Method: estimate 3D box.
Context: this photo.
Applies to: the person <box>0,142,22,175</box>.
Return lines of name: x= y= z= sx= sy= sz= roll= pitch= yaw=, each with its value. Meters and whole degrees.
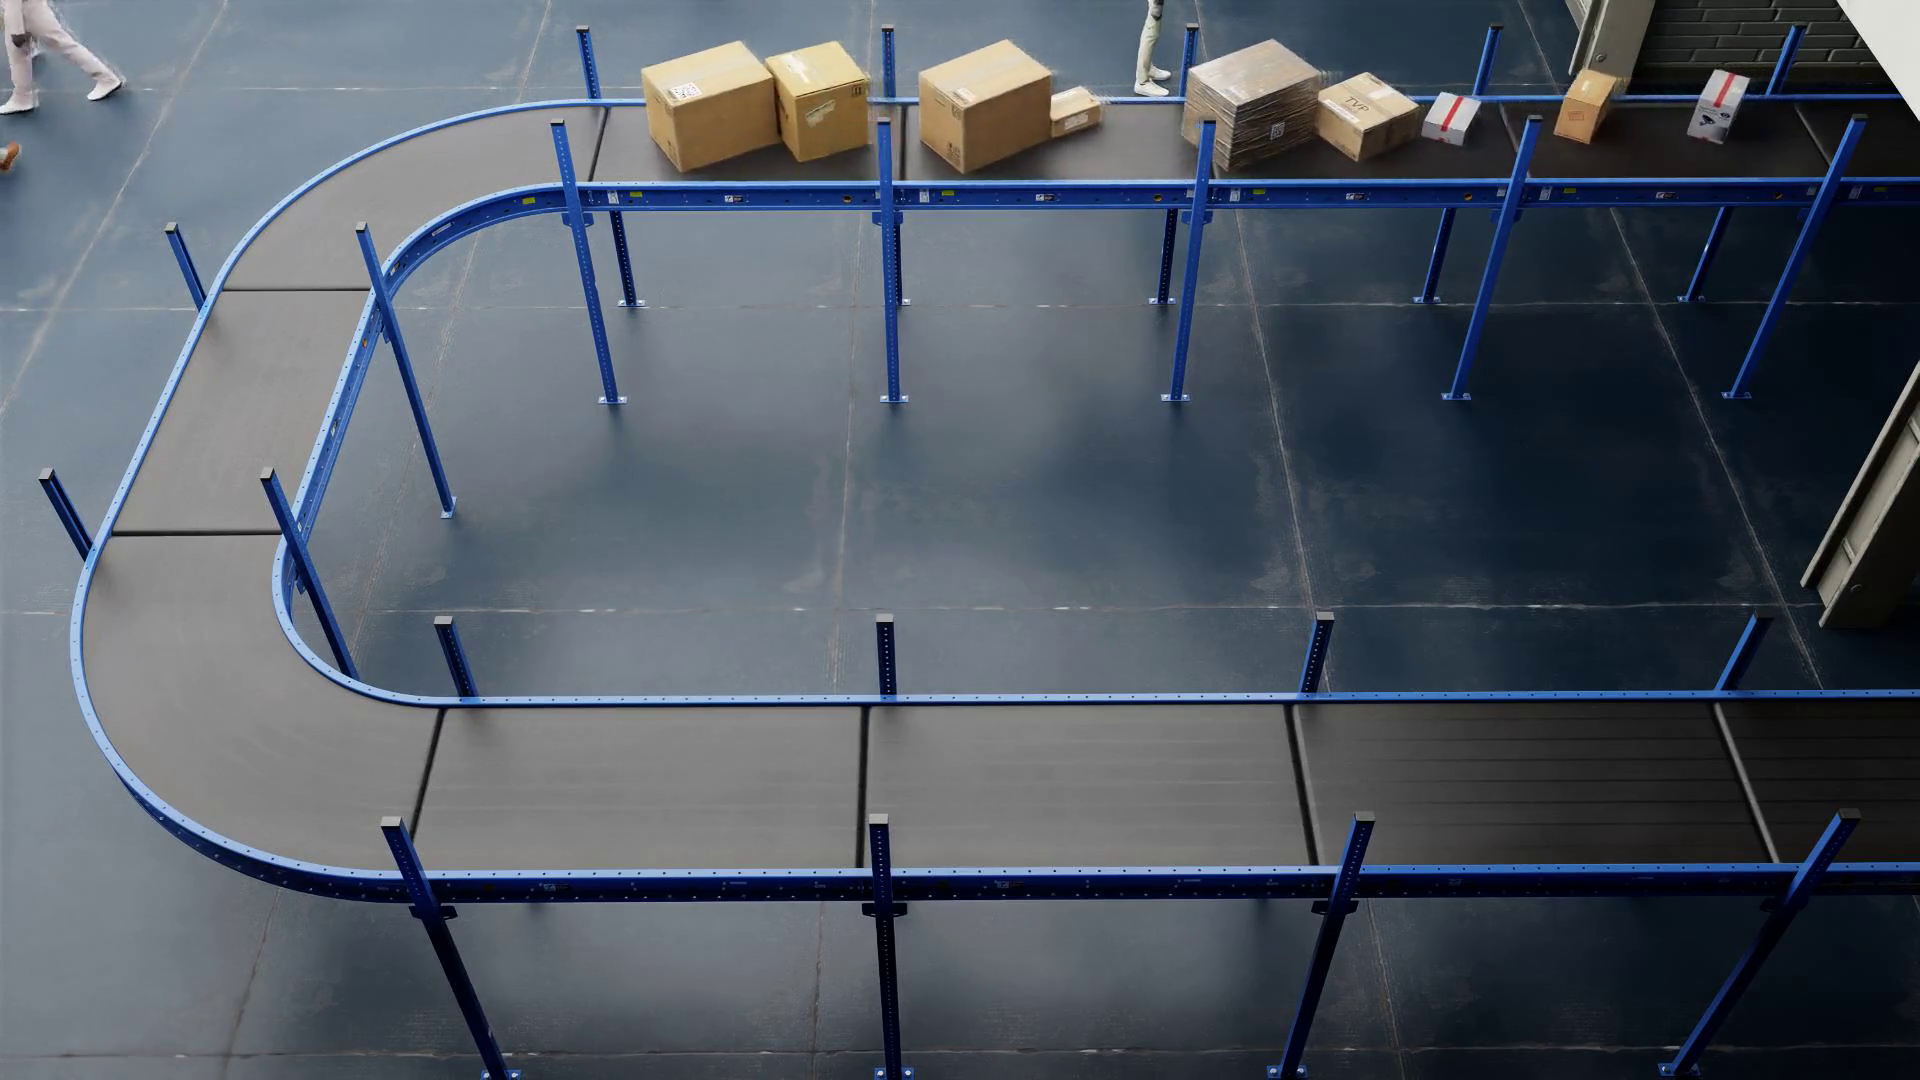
person: x=-7.774 y=-3.397 z=13.181 sx=0.670 sy=1.872 sz=1.082 roll=13 pitch=48 yaw=12

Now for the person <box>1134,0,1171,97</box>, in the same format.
person: x=1.671 y=-4.597 z=14.298 sx=0.314 sy=1.864 sz=0.519 roll=5 pitch=47 yaw=5

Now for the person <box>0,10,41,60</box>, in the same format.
person: x=-8.526 y=-4.724 z=14.591 sx=0.847 sy=1.596 sz=0.516 roll=-24 pitch=51 yaw=-21

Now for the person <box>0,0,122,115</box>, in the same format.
person: x=-7.681 y=-4.378 z=14.103 sx=1.021 sy=1.856 sz=0.643 roll=-25 pitch=52 yaw=-22
